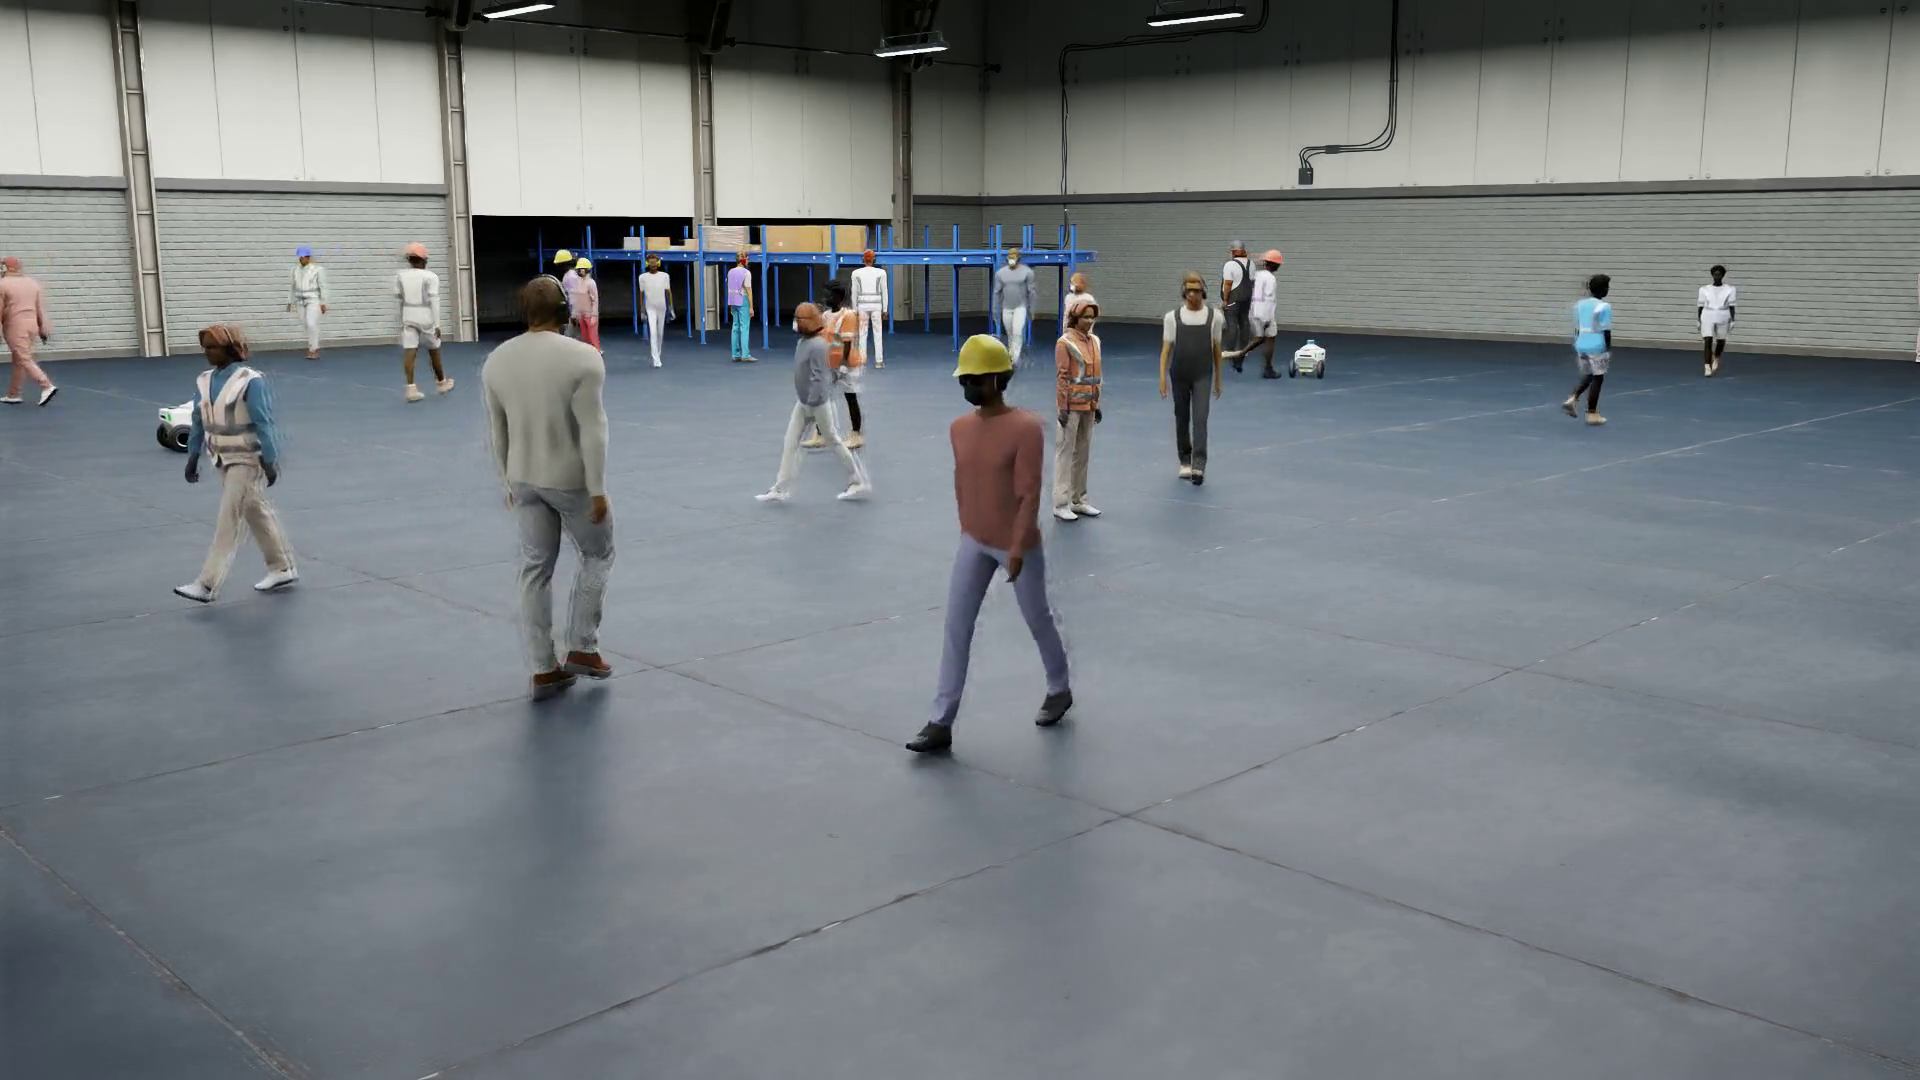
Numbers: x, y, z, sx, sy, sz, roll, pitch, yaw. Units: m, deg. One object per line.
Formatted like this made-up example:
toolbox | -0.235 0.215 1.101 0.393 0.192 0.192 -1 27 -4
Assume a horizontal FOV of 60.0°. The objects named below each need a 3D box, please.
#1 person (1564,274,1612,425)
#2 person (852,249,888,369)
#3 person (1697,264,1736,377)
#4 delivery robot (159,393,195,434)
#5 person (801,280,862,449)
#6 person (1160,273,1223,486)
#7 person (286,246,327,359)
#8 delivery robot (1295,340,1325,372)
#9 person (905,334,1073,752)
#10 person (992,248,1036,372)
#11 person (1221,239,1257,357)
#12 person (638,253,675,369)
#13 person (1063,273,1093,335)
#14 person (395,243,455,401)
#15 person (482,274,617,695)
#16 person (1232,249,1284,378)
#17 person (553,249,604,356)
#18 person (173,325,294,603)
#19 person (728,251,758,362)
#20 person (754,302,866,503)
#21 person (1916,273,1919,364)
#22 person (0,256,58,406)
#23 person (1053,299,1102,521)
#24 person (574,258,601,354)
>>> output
person | 7.107 -2.140 18.670 0.403 1.683 0.552 -3 11 -18
person | -1.435 -3.680 26.530 0.576 1.882 0.355 0 10 1
person | 11.423 -3.328 25.162 0.536 1.672 0.677 4 11 21
delivery robot | -7.593 -1.226 16.628 0.707 0.478 0.477 -9 13 -39
person | -1.262 -1.706 16.326 0.738 1.665 0.547 -10 14 -42
person | 1.976 -1.378 14.249 0.518 1.785 1.005 2 11 12
person | -11.212 -4.055 28.467 0.625 1.924 0.688 2 11 13
delivery robot | 5.267 -2.764 25.014 0.477 0.478 0.707 4 11 22
person | 0.173 -0.007 6.984 0.524 1.715 0.952 8 13 37
person | 0.796 -3.539 25.692 0.662 1.903 0.878 4 11 21
person | 4.800 -4.204 29.068 0.682 2.000 0.538 -7 13 -35
person | -4.912 -3.716 26.882 0.529 1.835 0.939 -4 11 -19
person | 1.614 -2.769 22.288 0.630 1.613 0.506 -9 14 -41
person | -6.960 -2.829 21.573 0.638 1.991 1.017 2 11 10
person | -1.861 -0.258 7.727 0.642 1.924 0.569 3 11 18
person | 4.462 -3.354 24.681 0.682 1.909 0.559 -3 11 -16
person | -5.965 -3.571 25.884 0.667 1.901 0.607 -3 11 -15
person | -4.271 -0.446 9.668 0.543 1.585 0.867 6 12 30
person | -3.675 -3.906 27.860 0.570 1.843 0.372 10 14 44
person | -1.164 -1.088 13.208 0.915 1.588 0.512 -5 12 -27
person | 16.038 -3.839 27.329 0.409 1.909 0.642 -2 11 -9
person | -11.759 -2.630 20.858 0.948 1.865 0.670 3 11 15
person | 0.887 -0.977 12.455 0.311 1.636 0.521 8 13 37
person | -5.662 -3.388 25.248 0.330 1.768 0.526 -8 13 -36
